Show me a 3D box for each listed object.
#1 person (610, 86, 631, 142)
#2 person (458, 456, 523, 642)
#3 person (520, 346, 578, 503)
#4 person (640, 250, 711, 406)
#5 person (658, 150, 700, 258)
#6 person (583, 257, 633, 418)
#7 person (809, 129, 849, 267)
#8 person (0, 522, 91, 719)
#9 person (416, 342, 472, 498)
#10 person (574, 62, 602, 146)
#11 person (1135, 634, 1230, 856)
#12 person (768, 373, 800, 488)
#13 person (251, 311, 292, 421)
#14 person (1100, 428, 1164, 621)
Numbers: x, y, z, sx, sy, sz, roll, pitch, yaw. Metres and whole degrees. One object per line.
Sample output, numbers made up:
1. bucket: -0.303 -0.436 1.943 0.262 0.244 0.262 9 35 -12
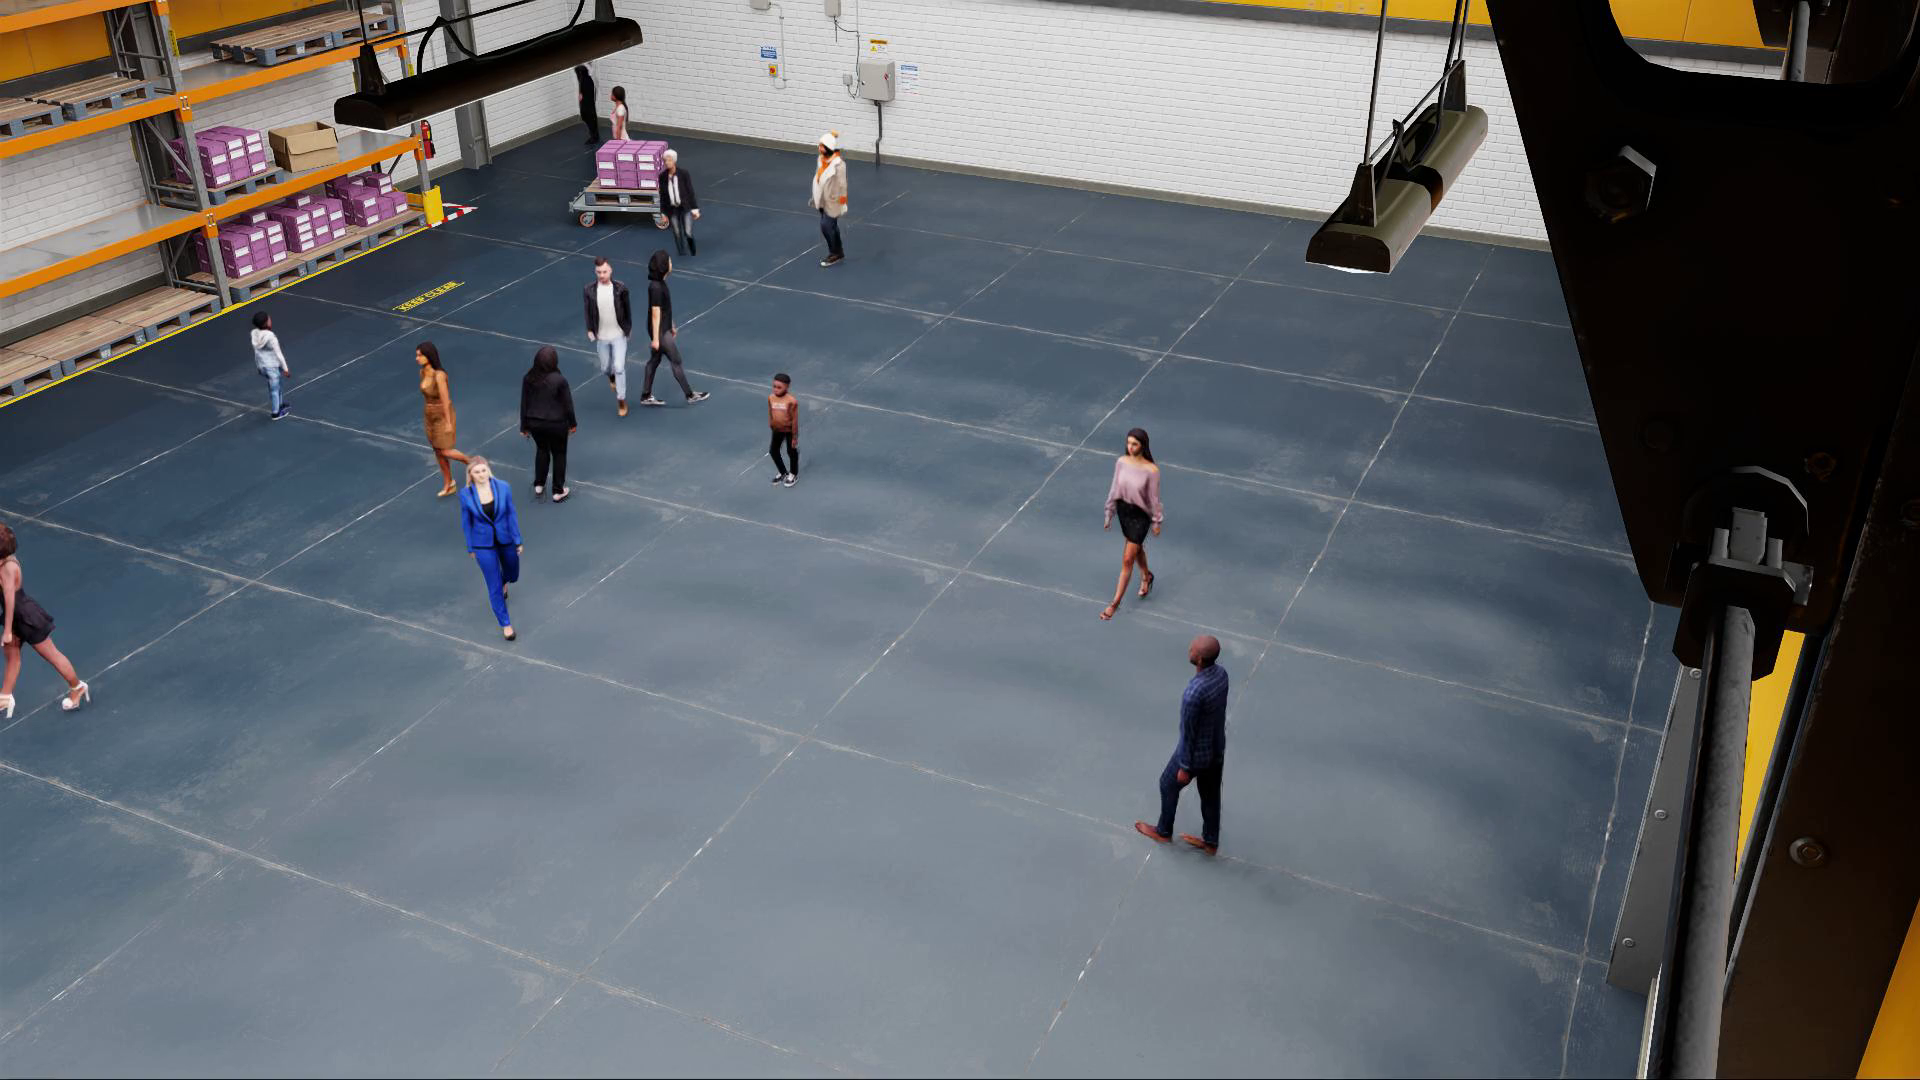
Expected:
1. person: -5.159 -6.153 25.816 1.068 1.715 1.094 -6 29 -11
2. person: -4.081 0.010 14.551 1.020 1.684 1.038 -12 31 -21
3. person: -4.171 -1.132 16.742 0.732 1.590 0.724 3 29 5
4. person: -3.483 -2.365 18.781 1.079 1.802 1.092 -4 29 -7
5. person: -3.889 -4.670 23.481 0.844 1.773 0.714 5 29 8
6. person: -3.922 -2.334 18.715 0.973 1.811 1.107 -4 29 -8
7. person: -1.721 -4.770 23.115 0.889 1.875 0.846 -17 33 -28
8. person: -7.390 0.637 13.325 1.088 1.756 0.901 -19 34 -31
9. person: -5.187 -1.227 16.826 0.682 1.677 0.807 22 36 35
10. person: -6.395 -7.720 28.645 0.889 1.757 0.598 12 31 20
11. person: 1.763 1.485 11.723 0.864 1.802 0.883 21 35 33
12. person: -1.762 -1.161 17.156 0.525 1.245 0.495 11 31 20
13. person: -7.748 -1.929 18.560 0.506 1.248 0.577 14 31 23
14. person: 1.601 -0.183 14.827 0.847 1.758 1.176 22 36 35
